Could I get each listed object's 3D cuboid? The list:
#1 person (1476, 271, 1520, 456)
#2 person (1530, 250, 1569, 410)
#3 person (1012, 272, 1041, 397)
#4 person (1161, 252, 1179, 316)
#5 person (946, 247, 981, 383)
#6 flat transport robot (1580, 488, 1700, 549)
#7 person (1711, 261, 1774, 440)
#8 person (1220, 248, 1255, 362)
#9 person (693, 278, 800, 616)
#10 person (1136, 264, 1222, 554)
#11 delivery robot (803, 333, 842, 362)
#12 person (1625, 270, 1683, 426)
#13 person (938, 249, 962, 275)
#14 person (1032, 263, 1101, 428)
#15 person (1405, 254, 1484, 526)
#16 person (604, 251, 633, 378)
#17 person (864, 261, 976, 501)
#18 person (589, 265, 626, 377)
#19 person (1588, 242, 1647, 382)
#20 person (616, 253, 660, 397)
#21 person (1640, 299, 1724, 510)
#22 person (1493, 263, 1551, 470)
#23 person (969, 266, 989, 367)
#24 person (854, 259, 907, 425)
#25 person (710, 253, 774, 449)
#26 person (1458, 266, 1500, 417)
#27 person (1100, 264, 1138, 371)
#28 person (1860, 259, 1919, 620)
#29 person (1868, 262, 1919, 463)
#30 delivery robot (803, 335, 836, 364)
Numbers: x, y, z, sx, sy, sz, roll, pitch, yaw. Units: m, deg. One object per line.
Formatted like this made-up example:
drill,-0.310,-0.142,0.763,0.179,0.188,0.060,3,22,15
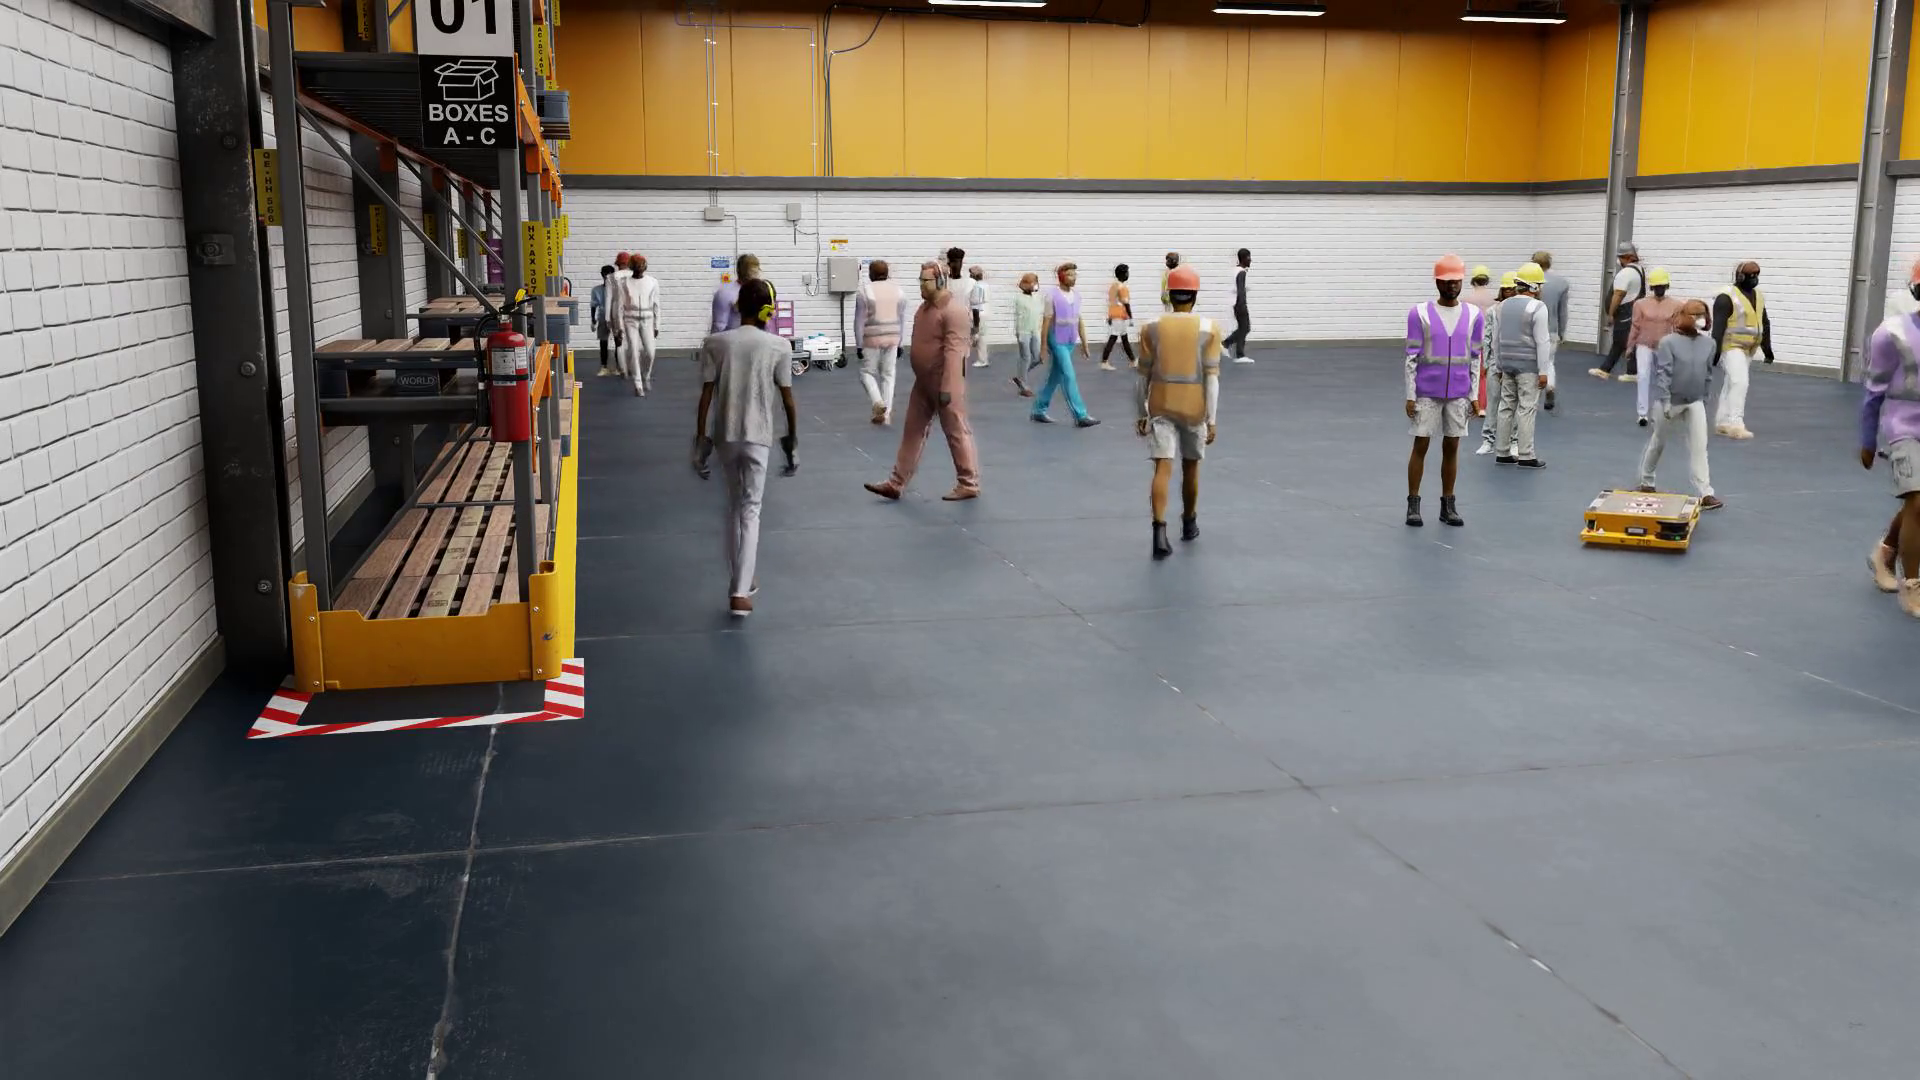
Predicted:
person,5.177,-1.659,15.723,0.487,1.744,0.312,6,12,31
person,6.815,-2.438,19.539,0.643,1.927,0.618,1,10,4
person,0.863,-2.662,21.639,0.391,1.623,0.501,7,12,34
person,3.758,-4.121,29.108,0.524,1.831,0.641,-6,12,-30
person,-0.069,-2.520,19.906,0.644,1.951,0.423,-1,10,-5
flat transport robot,4.722,-0.160,11.499,0.652,0.197,1.431,5,11,26
person,8.099,-1.943,17.111,0.649,1.816,0.747,-6,12,-30
person,4.652,-3.909,27.748,0.511,1.903,0.594,2,10,8
person,-1.174,-0.518,9.178,0.537,1.822,0.821,1,10,8
person,1.428,-0.865,10.958,0.560,1.884,1.037,3,11,14
delivery robot,-2.210,-3.069,26.572,0.477,0.478,0.707,-10,14,-43
person,7.617,-2.089,18.212,0.569,1.706,0.956,3,11,14
person,-0.214,-3.818,27.339,0.480,1.879,0.676,-10,14,-44
person,1.152,-2.140,18.264,1.009,1.790,0.582,8,13,38
person,3.447,-1.058,11.854,0.546,1.939,0.375,0,10,1
person,-4.917,-3.292,24.410,0.594,1.873,0.567,-4,11,-20
person,-0.270,-1.216,12.931,0.891,1.864,0.674,-6,12,-29
person,-5.161,-3.220,24.566,0.601,1.663,0.617,-1,10,-4
person,9.563,-3.325,24.129,0.837,2.000,0.701,8,13,39
person,-4.209,-2.813,21.763,0.572,1.869,0.465,-4,11,-19
person,5.536,-1.043,12.731,0.495,1.589,0.871,-1,10,-6
person,5.038,-1.548,14.858,0.404,1.830,0.600,-5,11,-26
person,0.283,-3.581,26.689,0.382,1.615,0.543,0,10,2
person,-0.871,-2.148,18.197,0.626,1.833,0.490,-5,12,-28
person,-1.995,-1.675,15.316,0.426,1.919,0.657,8,13,37
person,6.030,-2.311,19.374,0.545,1.736,0.811,2,10,10
person,2.560,-3.453,25.887,0.868,1.646,0.552,-2,11,-13
person,5.305,-0.609,9.227,0.609,2.007,1.023,0,10,0
person,8.737,-1.643,15.248,1.023,1.883,0.651,-6,12,-32
delivery robot,-2.300,-2.940,25.852,0.707,0.478,0.477,-5,11,-26
